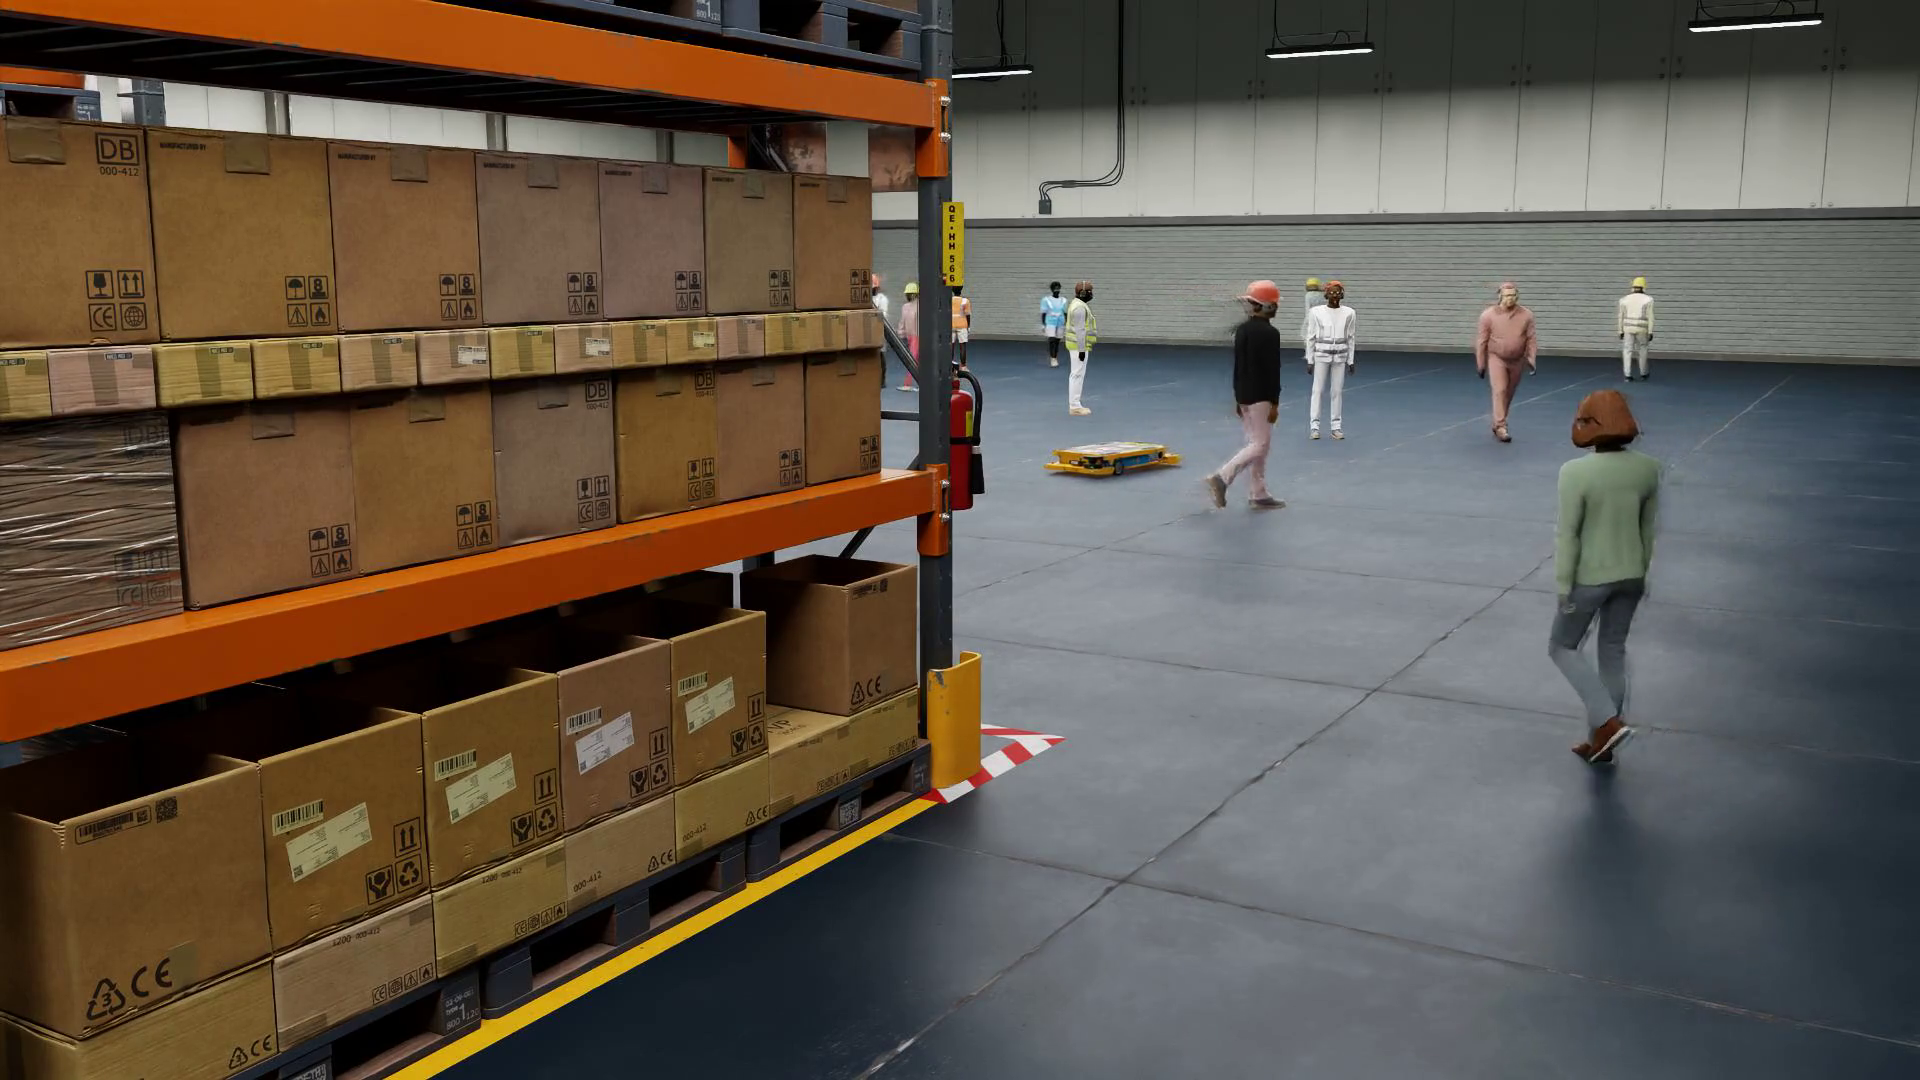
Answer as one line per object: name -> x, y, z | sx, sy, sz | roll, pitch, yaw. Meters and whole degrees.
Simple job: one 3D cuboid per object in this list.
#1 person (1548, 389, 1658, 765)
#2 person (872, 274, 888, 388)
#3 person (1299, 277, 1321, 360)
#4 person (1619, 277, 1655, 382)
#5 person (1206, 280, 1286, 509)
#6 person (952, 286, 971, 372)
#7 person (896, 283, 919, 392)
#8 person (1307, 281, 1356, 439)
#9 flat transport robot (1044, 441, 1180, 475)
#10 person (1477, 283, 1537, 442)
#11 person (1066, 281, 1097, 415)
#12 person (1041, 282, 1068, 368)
person -> 2.734, 0.182, 7.016 | 0.509, 1.623, 0.420 | -3, 10, -16
person -> -1.452, -3.375, 27.085 | 0.559, 1.874, 0.996 | 5, 11, 28
person -> 7.363, -4.630, 34.864 | 0.488, 1.727, 0.396 | -6, 12, -33
person -> 11.812, -3.658, 28.958 | 0.626, 1.792, 0.873 | 8, 12, 38
person -> 2.453, -1.216, 14.142 | 0.754, 1.978, 0.617 | -4, 10, -21
person -> -0.050, -3.951, 30.974 | 0.541, 1.696, 0.315 | 3, 10, 16
person -> -0.817, -3.216, 26.556 | 0.834, 1.737, 0.532 | -8, 12, -38
person -> 4.415, -2.136, 19.807 | 0.573, 1.883, 0.355 | 0, 10, -1
flat transport robot -> 1.561, -0.844, 16.957 | 0.652, 0.197, 1.431 | 9, 13, 42
person -> 6.497, -2.116, 19.790 | 0.641, 1.863, 0.977 | 0, 10, -3
person -> 1.668, -2.636, 22.891 | 0.430, 1.836, 0.628 | 0, 10, 0
person -> 1.896, -4.160, 32.255 | 0.553, 1.663, 0.769 | -4, 10, -21
